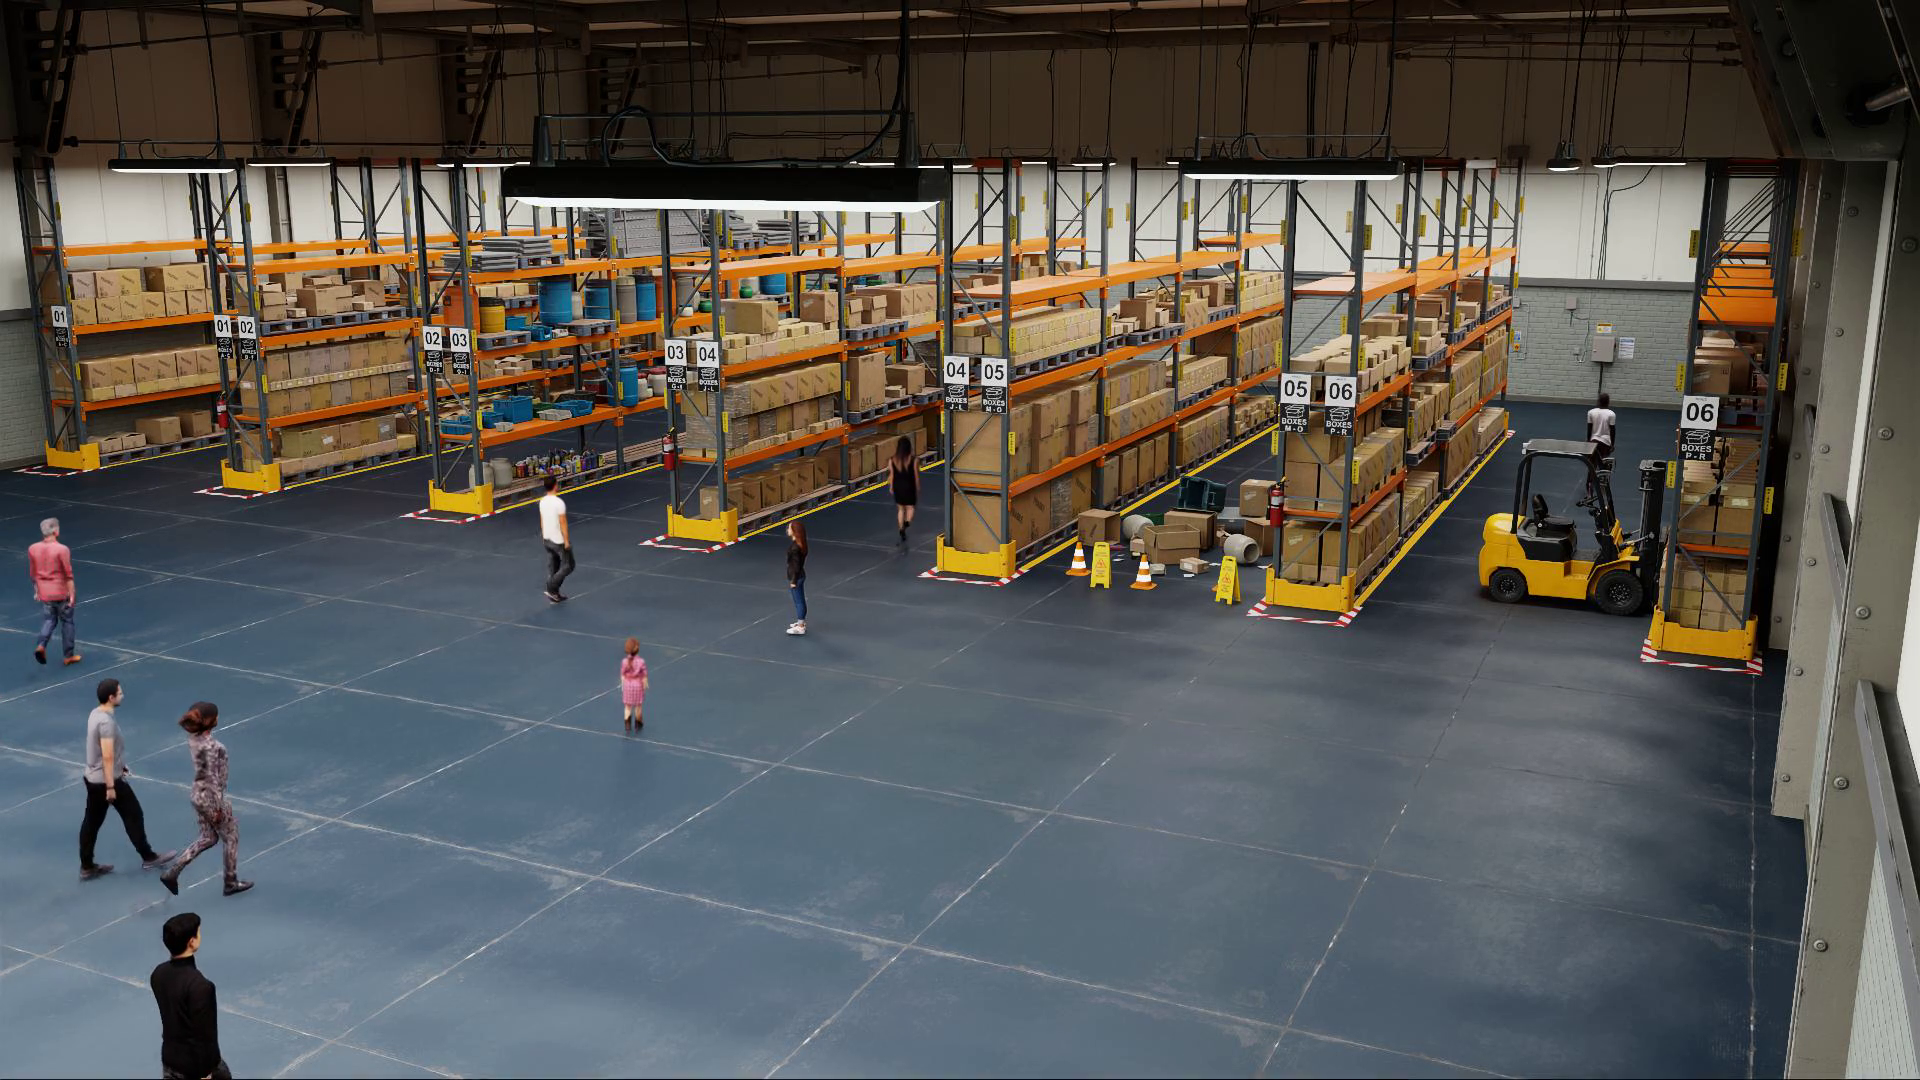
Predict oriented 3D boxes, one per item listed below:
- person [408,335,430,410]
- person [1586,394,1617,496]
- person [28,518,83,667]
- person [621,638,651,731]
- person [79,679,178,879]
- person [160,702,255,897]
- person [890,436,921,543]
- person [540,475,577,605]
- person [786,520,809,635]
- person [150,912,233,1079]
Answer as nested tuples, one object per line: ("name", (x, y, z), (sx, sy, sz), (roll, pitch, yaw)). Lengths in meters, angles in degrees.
("person", (-13.117, -4.062, 40.136), (0.679, 1.881, 0.635), (5, 14, 21))
("person", (11.661, -1.755, 30.278), (0.703, 1.834, 0.618), (10, 17, 38))
("person", (-10.884, 0.661, 19.895), (0.863, 1.811, 0.979), (1, 13, 5))
("person", (-3.492, 1.549, 17.815), (0.507, 1.019, 0.552), (0, 13, 1))
("person", (-7.312, 2.053, 14.084), (0.880, 1.721, 1.068), (11, 17, 40))
("person", (-6.236, 2.168, 13.637), (1.023, 1.699, 0.776), (-12, 17, -41))
("person", (-0.875, -0.773, 26.331), (0.774, 1.701, 0.958), (2, 13, 9))
("person", (-5.581, 0.022, 22.692), (0.729, 1.795, 0.760), (9, 16, 35))
("person", (-2.097, 0.468, 21.457), (0.688, 1.483, 0.551), (1, 13, 4))
("person", (-4.595, 3.059, 9.793), (0.660, 1.698, 1.105), (6, 14, 26))
